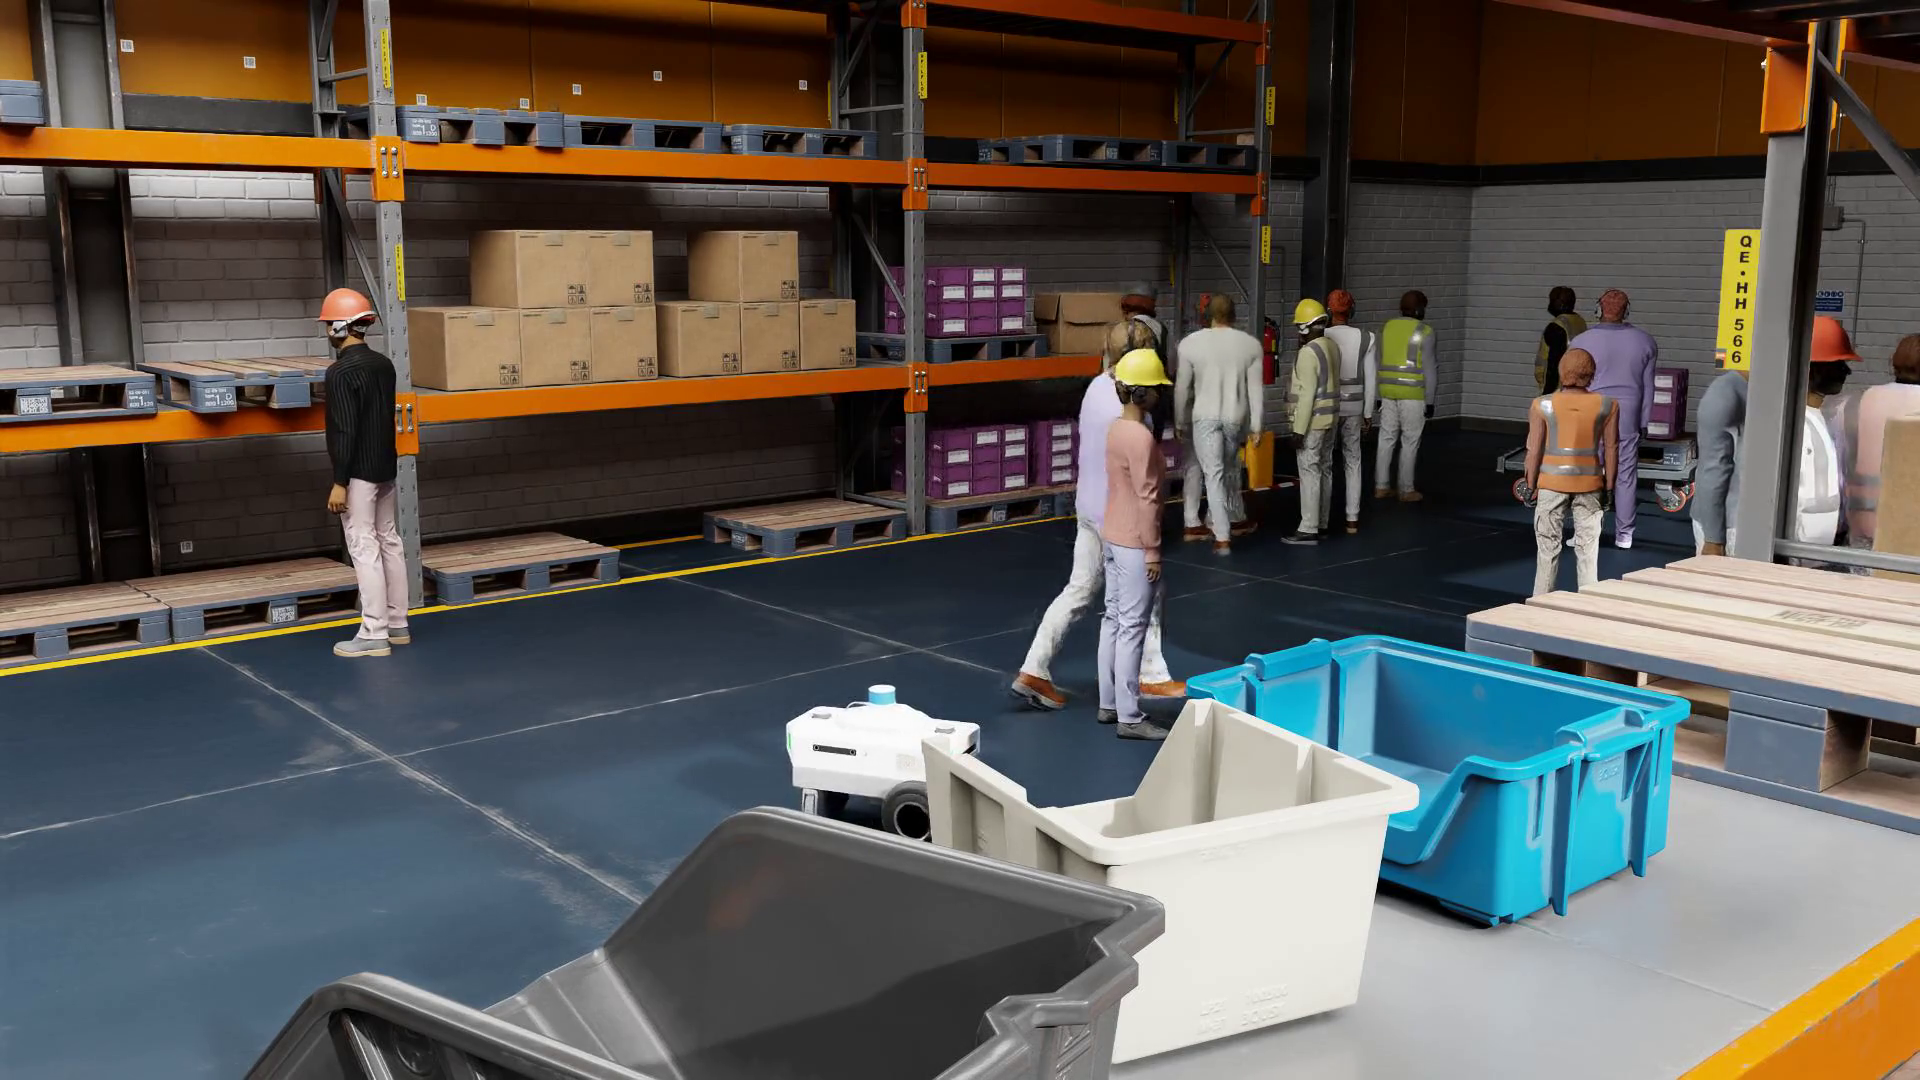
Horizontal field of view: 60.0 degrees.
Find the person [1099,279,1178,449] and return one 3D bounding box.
[{"bbox_3d":[1.179,-0.894,11.897,0.535,2.000,0.848,9,13,40],"label":"person"}]

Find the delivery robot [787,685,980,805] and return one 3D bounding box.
[{"bbox_3d":[-0.295,0.796,6.331,0.707,0.478,0.477,4,11,22],"label":"delivery robot"}]

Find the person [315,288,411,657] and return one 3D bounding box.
[{"bbox_3d":[-3.266,-0.363,9.053,0.397,1.992,0.623,1,10,7],"label":"person"}]

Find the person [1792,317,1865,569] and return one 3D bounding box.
[{"bbox_3d":[3.450,0.059,6.845,0.355,1.939,0.552,6,12,29],"label":"person"}]

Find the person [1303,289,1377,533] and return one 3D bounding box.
[{"bbox_3d":[2.913,-0.985,12.848,0.575,1.885,0.355,0,10,0],"label":"person"}]

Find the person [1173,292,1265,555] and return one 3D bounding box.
[{"bbox_3d":[1.885,-0.861,12.172,0.635,1.890,1.037,-1,10,-7],"label":"person"}]

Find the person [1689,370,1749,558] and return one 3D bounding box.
[{"bbox_3d":[3.492,-0.053,7.486,0.629,1.935,0.371,-10,14,-44],"label":"person"}]

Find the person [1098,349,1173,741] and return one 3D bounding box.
[{"bbox_3d":[0.799,0.020,7.549,0.308,1.769,0.525,-2,10,-12],"label":"person"}]

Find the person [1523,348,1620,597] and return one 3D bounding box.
[{"bbox_3d":[3.526,-0.285,9.618,0.523,1.637,0.306,2,10,10],"label":"person"}]

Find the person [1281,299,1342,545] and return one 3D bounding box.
[{"bbox_3d":[2.610,-0.875,12.397,0.404,1.826,0.587,7,12,33],"label":"person"}]

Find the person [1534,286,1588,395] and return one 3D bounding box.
[{"bbox_3d":[5.572,-1.438,15.501,0.429,1.841,0.633,8,13,39],"label":"person"}]

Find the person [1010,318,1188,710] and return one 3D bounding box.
[{"bbox_3d":[0.677,-0.101,7.965,0.981,1.912,0.632,-3,11,-17],"label":"person"}]

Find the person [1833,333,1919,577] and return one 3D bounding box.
[{"bbox_3d":[4.336,-0.042,7.714,0.524,1.833,0.639,-7,12,-33],"label":"person"}]

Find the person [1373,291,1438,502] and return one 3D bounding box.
[{"bbox_3d":[3.879,-1.243,14.475,0.434,1.829,0.627,-8,13,-37],"label":"person"}]

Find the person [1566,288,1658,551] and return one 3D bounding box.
[{"bbox_3d":[4.711,-0.869,12.131,0.638,1.911,0.402,1,10,4],"label":"person"}]

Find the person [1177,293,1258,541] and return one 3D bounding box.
[{"bbox_3d":[1.960,-0.936,12.650,0.846,1.852,0.599,-9,14,-42],"label":"person"}]
